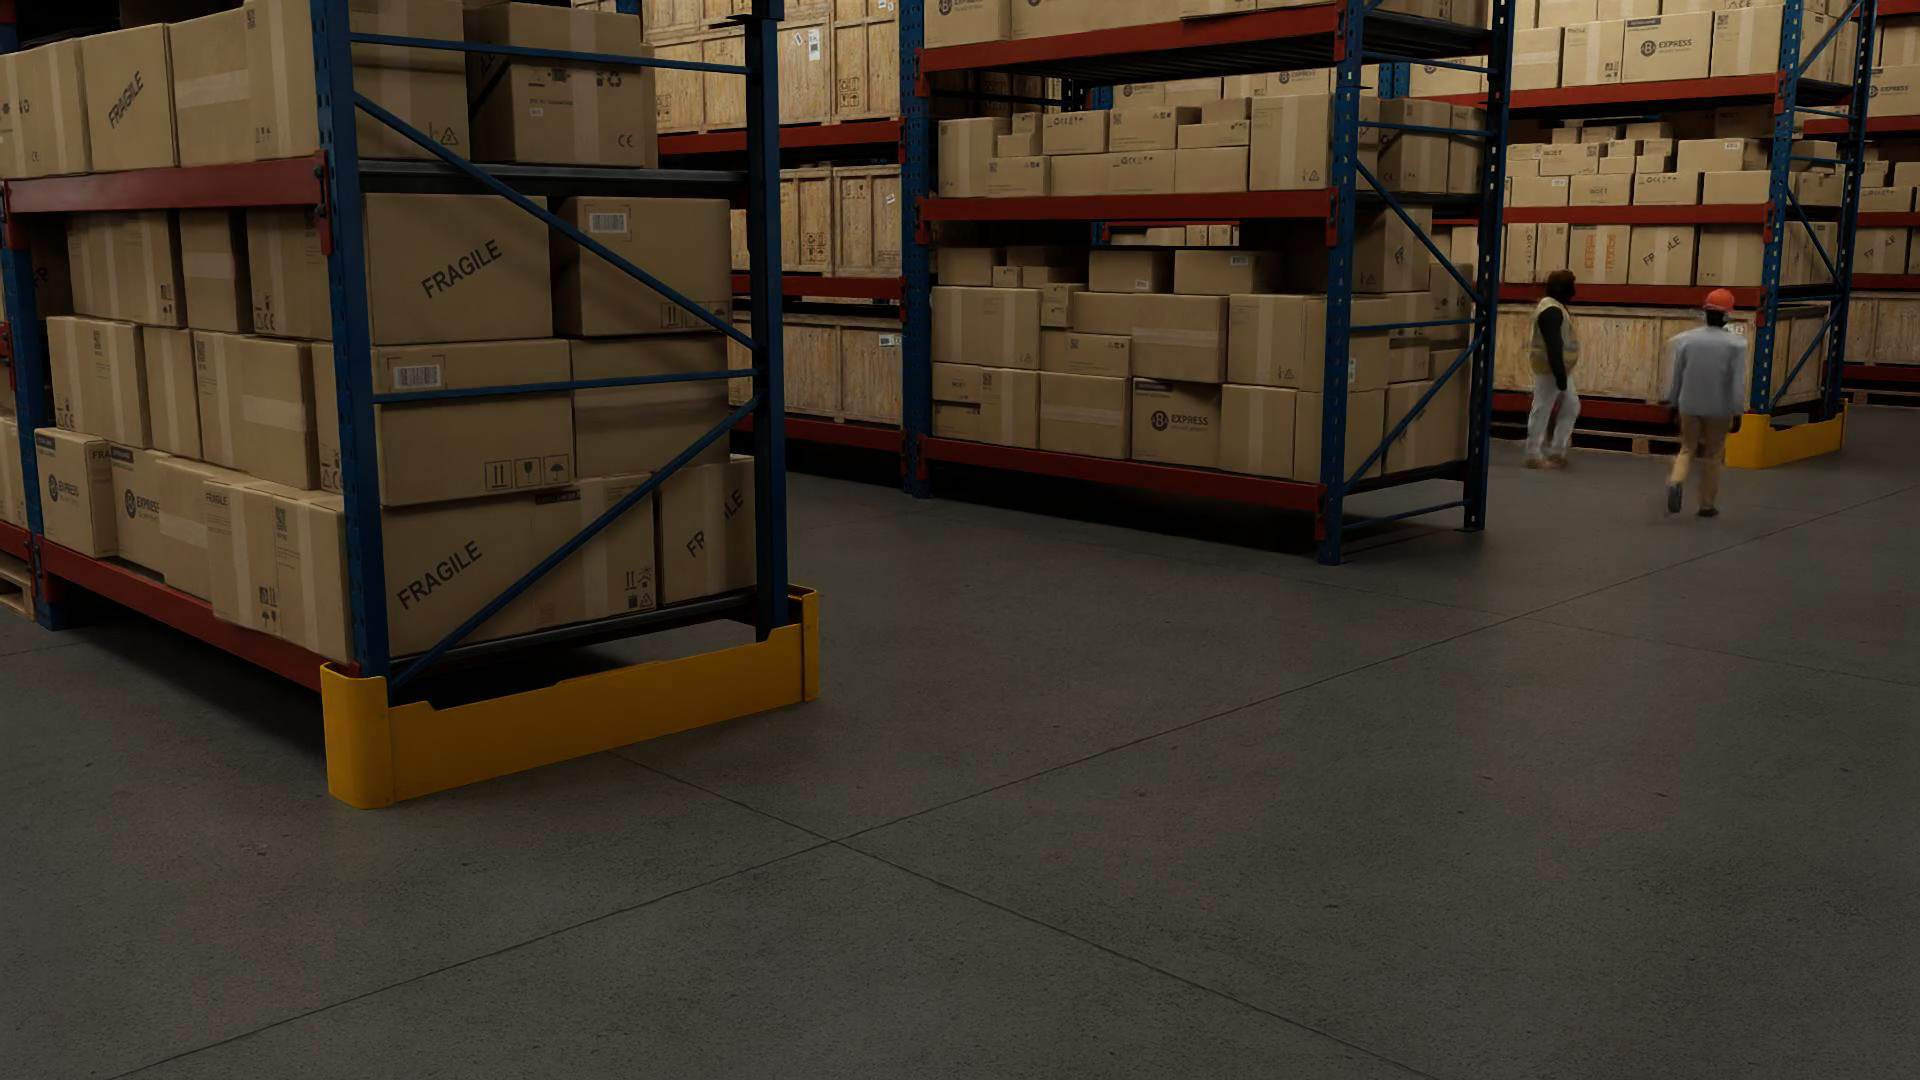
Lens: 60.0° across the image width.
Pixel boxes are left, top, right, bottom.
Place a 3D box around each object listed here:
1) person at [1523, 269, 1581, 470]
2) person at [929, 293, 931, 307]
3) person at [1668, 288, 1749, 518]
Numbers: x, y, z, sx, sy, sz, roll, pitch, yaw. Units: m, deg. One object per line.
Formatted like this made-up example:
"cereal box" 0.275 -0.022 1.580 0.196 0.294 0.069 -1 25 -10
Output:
"person" 5.455 -1.528 15.070 0.635 1.818 0.645 5 12 25
"person" -0.311 -2.440 20.082 0.598 1.814 0.753 -9 14 -41
"person" 5.594 -1.013 12.480 0.488 1.738 0.583 -10 14 -42
